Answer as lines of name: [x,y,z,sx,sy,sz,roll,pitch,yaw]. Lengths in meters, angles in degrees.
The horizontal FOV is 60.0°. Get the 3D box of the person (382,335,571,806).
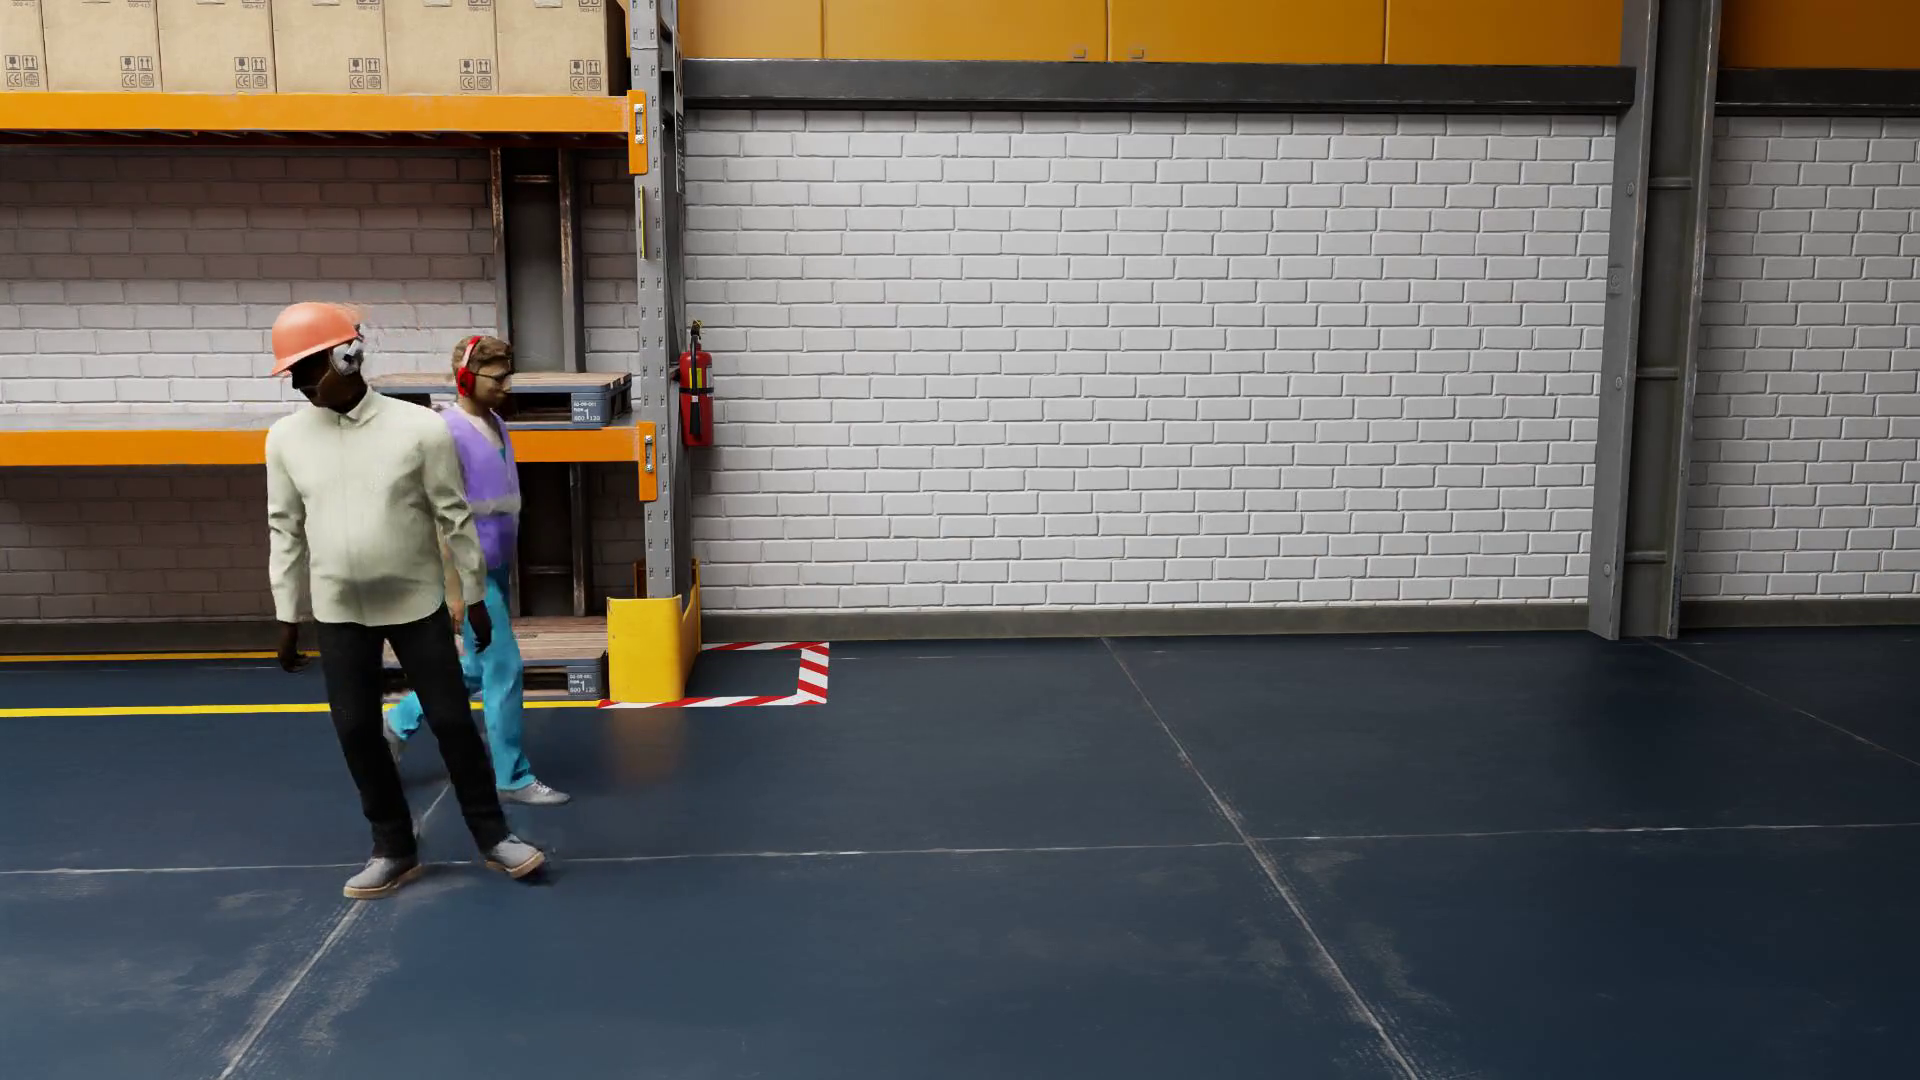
person: [-1.909,0.124,6.337,0.770,1.809,0.573,1,9,5]

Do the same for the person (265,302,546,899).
person: [-1.801,0.210,5.362,0.809,1.939,0.447,-1,9,-4]
